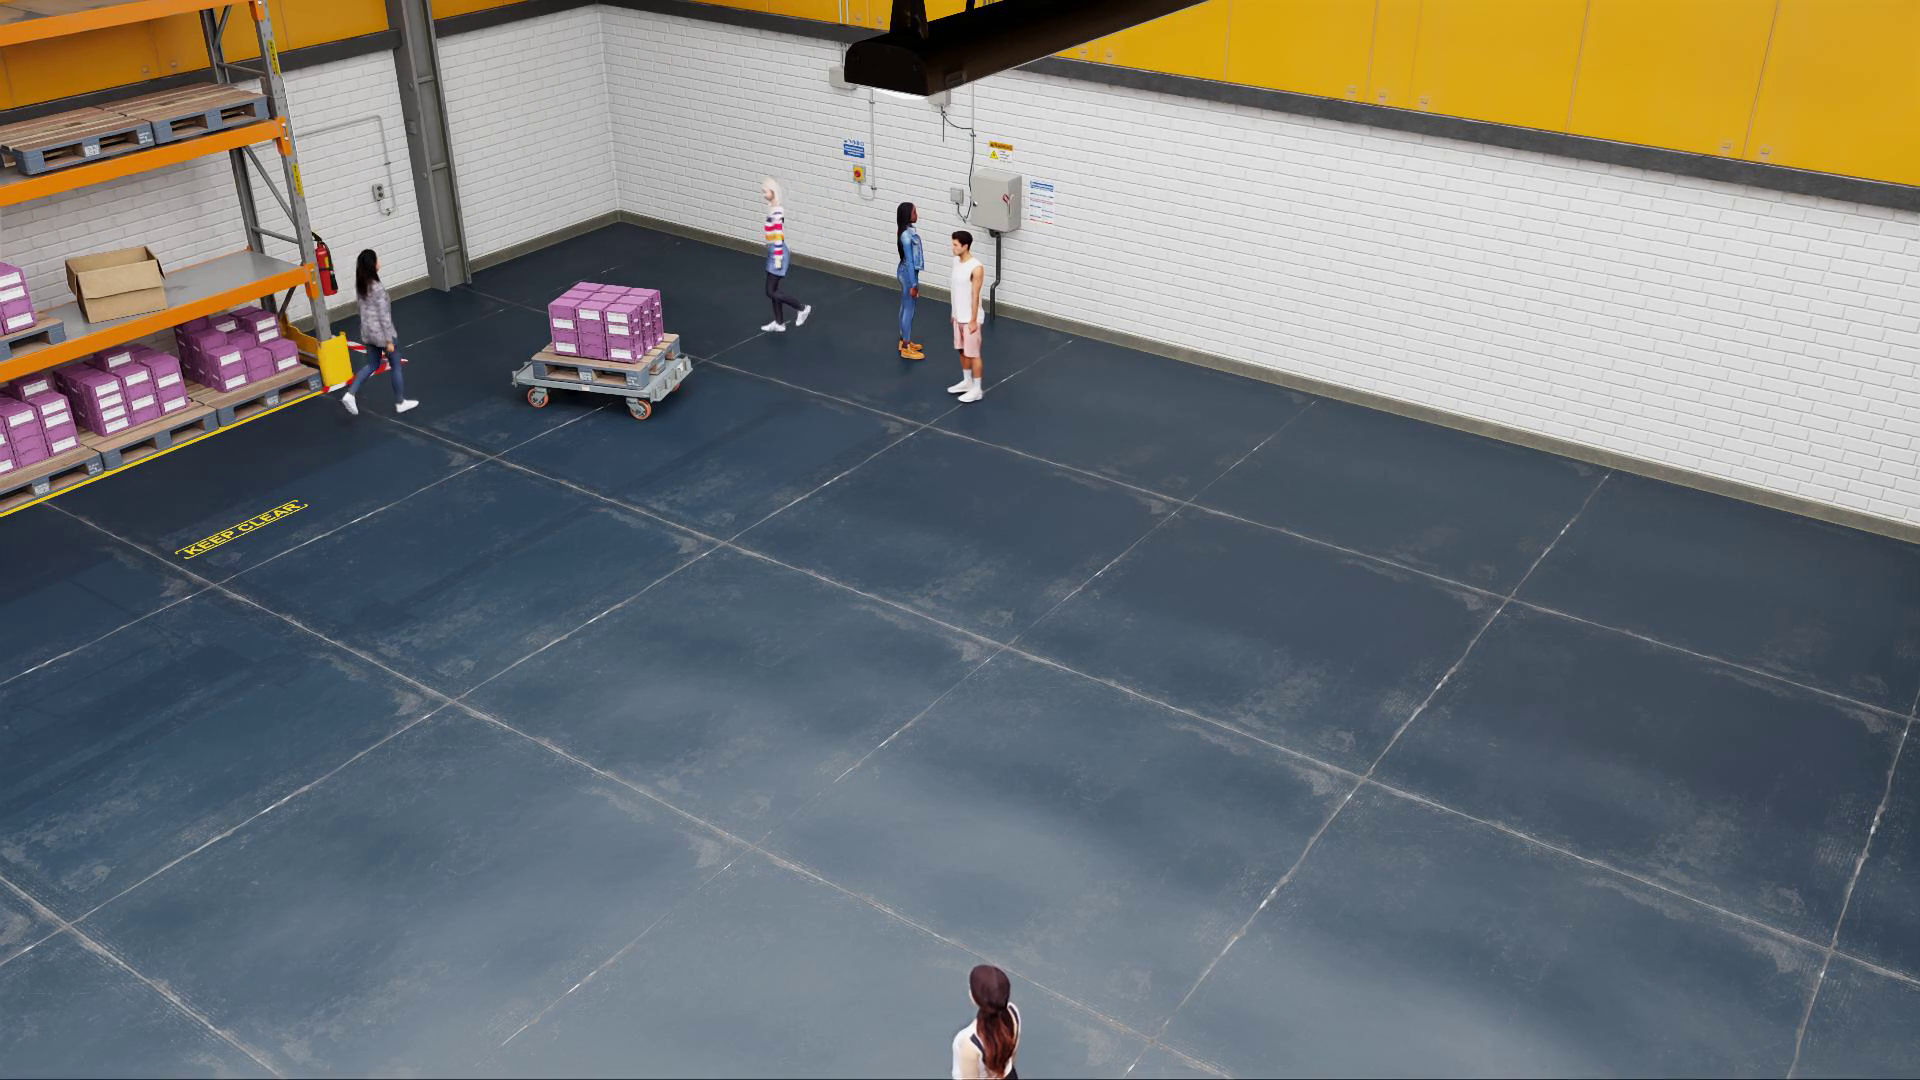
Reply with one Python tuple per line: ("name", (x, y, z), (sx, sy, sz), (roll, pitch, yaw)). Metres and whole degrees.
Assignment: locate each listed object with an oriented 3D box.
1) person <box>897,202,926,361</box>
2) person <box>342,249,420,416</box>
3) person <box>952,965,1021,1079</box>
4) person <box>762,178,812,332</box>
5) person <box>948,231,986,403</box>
("person", (-0.560, -2.823, 17.997), (0.733, 1.713, 0.653), (-2, 29, -4))
("person", (-5.846, -2.005, 16.500), (0.637, 1.710, 0.989), (20, 34, 32))
("person", (0.139, 2.696, 7.945), (0.610, 1.649, 0.443), (20, 34, 32))
("person", (-1.954, -3.152, 18.514), (0.965, 1.795, 0.901), (-5, 29, -9))
("person", (0.095, -2.297, 16.964), (0.730, 1.778, 0.732), (-15, 32, -26))
